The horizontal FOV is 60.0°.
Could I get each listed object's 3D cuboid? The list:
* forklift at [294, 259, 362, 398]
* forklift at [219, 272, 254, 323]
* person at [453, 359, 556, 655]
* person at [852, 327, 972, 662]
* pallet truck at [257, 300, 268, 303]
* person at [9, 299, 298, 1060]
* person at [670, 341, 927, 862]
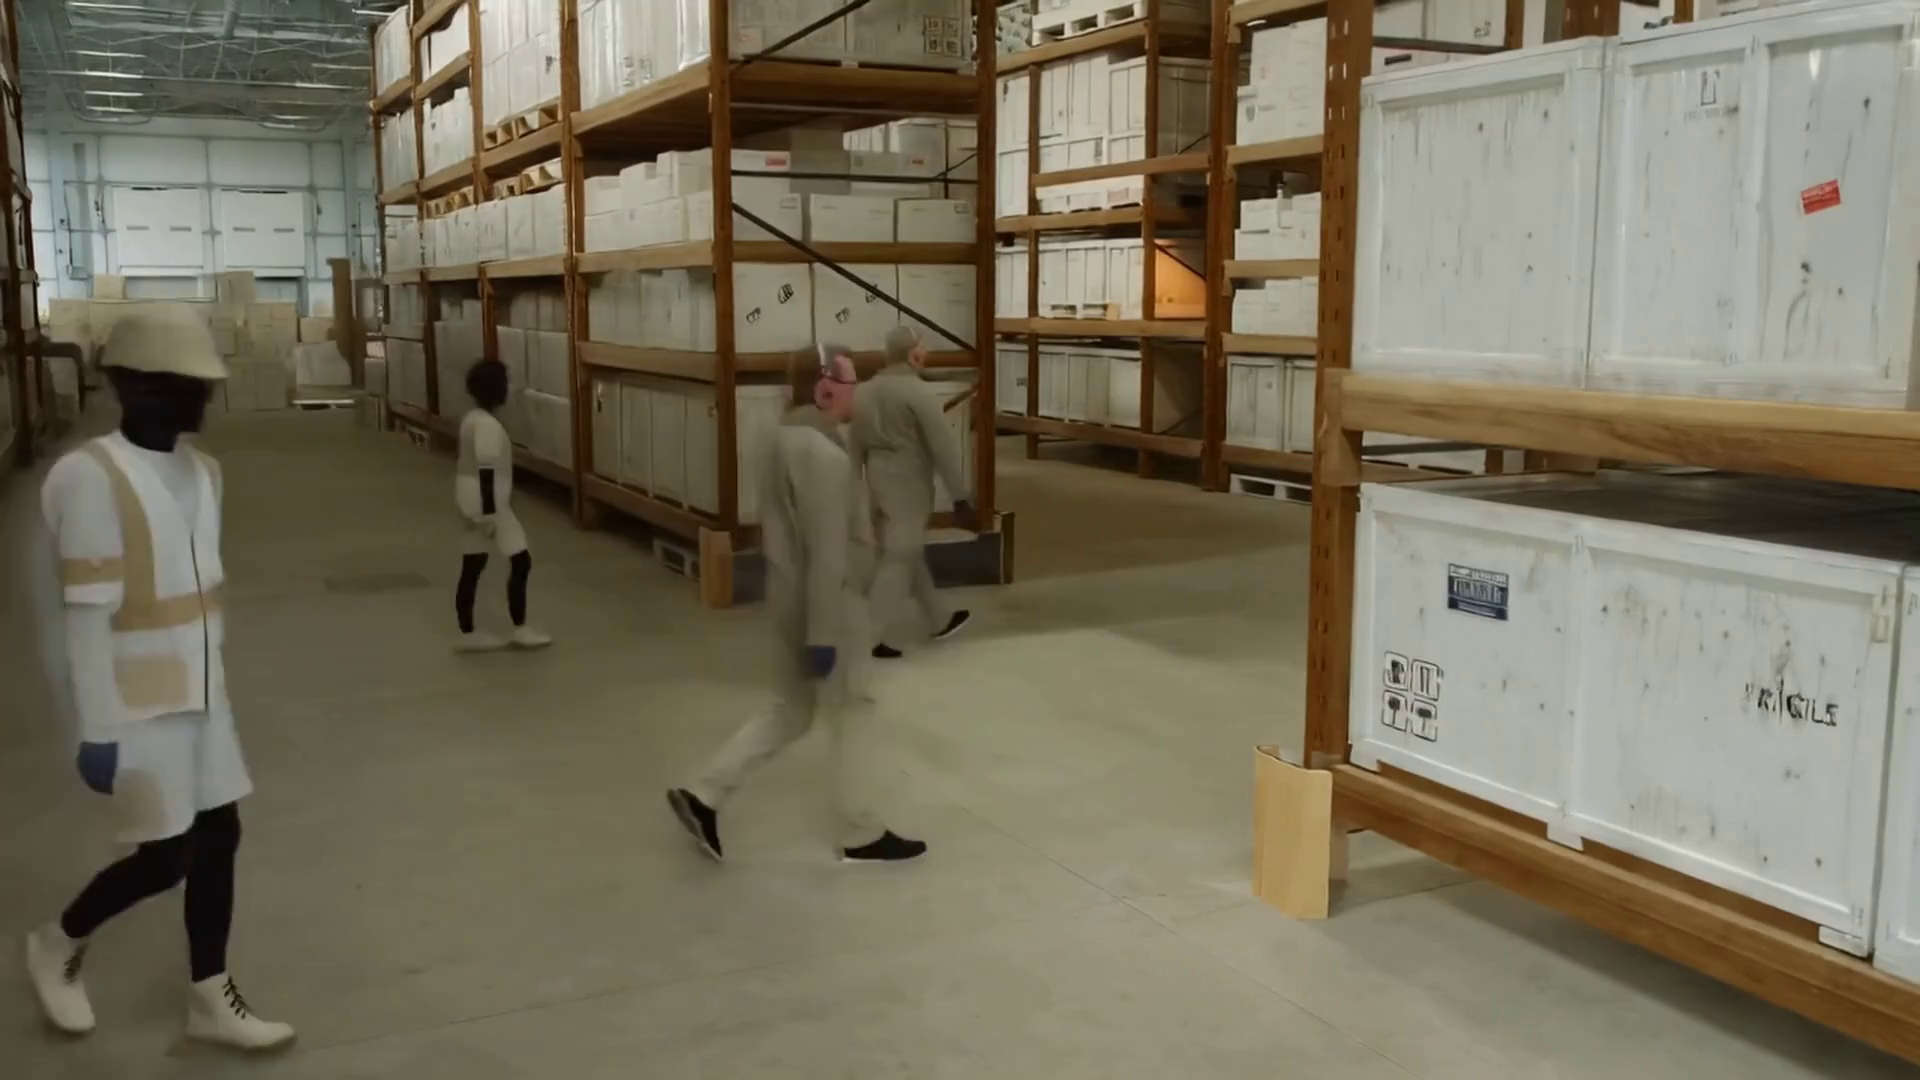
[{"bbox_3d":[-12.554,-4.313,33.833,1.873,2.768,1.129,-3,9,-17],"label":"forklift"},{"bbox_3d":[-21.660,-6.656,49.987,1.873,2.768,1.129,6,10,37],"label":"forklift"},{"bbox_3d":[-2.584,-0.184,9.453,0.656,1.671,0.558,-4,9,-28],"label":"person"},{"bbox_3d":[-0.253,-0.265,9.434,0.994,1.856,0.647,-6,10,-38],"label":"person"},{"bbox_3d":[-23.913,-7.404,58.171,1.885,1.965,0.823,-1,8,-9],"label":"pallet truck"},{"bbox_3d":[-2.131,0.390,4.327,0.623,2.023,0.611,1,8,10],"label":"person"},{"bbox_3d":[-0.578,0.240,5.860,0.831,1.885,0.640,-4,9,-24],"label":"person"}]
